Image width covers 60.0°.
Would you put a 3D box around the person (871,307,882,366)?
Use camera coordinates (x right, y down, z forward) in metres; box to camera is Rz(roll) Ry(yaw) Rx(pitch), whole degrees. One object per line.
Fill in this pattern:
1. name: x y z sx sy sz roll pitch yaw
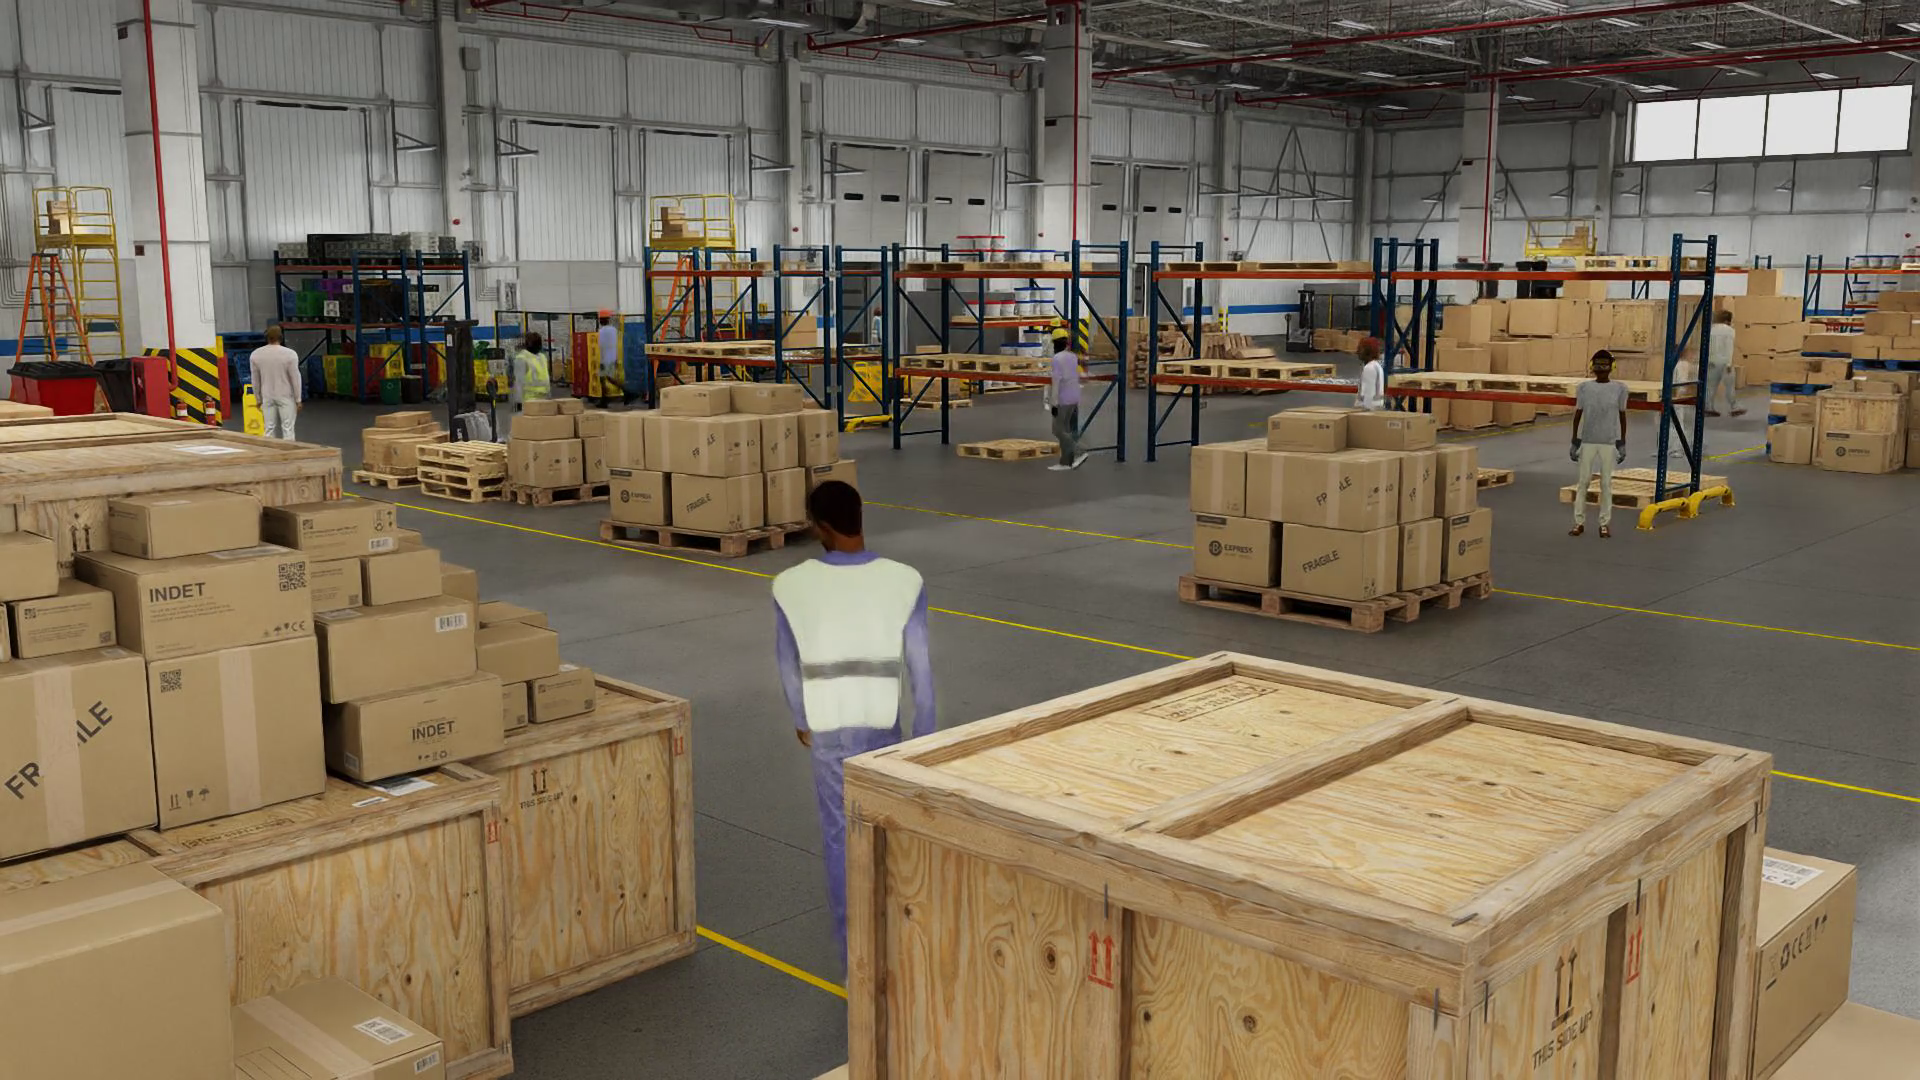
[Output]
1. person: -2.216 -5.404 44.510 0.313 1.633 0.518 -2 9 -11

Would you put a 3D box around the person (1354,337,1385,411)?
1. person: 4.698 -1.432 19.418 0.562 1.865 0.618 4 10 23

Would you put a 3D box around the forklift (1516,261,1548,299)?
1. forklift: 12.925 -4.937 37.812 1.873 2.768 1.129 9 13 43

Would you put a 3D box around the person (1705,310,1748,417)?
1. person: 13.758 -3.154 29.826 0.805 1.913 0.659 -2 10 -14

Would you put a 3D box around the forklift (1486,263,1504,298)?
1. forklift: 14.831 -6.333 46.373 1.873 2.768 1.129 3 10 17

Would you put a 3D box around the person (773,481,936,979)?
1. person: -0.409 0.697 6.421 0.608 1.856 0.977 -1 9 -8

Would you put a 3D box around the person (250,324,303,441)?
1. person: -8.871 -1.830 21.644 0.635 1.937 0.359 0 9 -1

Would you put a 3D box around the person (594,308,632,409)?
1. person: -6.639 -3.438 31.585 0.655 1.922 0.547 3 10 19

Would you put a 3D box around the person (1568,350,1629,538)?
1. person: 6.319 -0.949 16.454 0.528 1.869 0.313 4 10 24

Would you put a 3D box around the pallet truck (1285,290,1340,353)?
1. pallet truck: 11.297 -6.951 52.861 1.885 1.965 0.823 -5 11 -29

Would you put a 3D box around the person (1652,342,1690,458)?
1. person: 10.010 -1.965 23.429 0.527 1.630 0.452 -5 11 -28

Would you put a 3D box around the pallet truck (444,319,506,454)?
1. pallet truck: -6.981 -1.942 22.150 1.885 1.965 0.823 1 9 9

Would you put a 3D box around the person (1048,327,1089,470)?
1. person: 1.384 -1.835 21.841 0.547 1.895 0.618 5 10 28

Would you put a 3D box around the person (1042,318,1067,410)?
1. person: 1.791 -3.324 31.420 0.485 1.739 0.319 -2 9 -11

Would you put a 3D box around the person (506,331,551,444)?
1. person: -5.917 -1.965 22.858 0.833 1.816 0.638 3 10 16
